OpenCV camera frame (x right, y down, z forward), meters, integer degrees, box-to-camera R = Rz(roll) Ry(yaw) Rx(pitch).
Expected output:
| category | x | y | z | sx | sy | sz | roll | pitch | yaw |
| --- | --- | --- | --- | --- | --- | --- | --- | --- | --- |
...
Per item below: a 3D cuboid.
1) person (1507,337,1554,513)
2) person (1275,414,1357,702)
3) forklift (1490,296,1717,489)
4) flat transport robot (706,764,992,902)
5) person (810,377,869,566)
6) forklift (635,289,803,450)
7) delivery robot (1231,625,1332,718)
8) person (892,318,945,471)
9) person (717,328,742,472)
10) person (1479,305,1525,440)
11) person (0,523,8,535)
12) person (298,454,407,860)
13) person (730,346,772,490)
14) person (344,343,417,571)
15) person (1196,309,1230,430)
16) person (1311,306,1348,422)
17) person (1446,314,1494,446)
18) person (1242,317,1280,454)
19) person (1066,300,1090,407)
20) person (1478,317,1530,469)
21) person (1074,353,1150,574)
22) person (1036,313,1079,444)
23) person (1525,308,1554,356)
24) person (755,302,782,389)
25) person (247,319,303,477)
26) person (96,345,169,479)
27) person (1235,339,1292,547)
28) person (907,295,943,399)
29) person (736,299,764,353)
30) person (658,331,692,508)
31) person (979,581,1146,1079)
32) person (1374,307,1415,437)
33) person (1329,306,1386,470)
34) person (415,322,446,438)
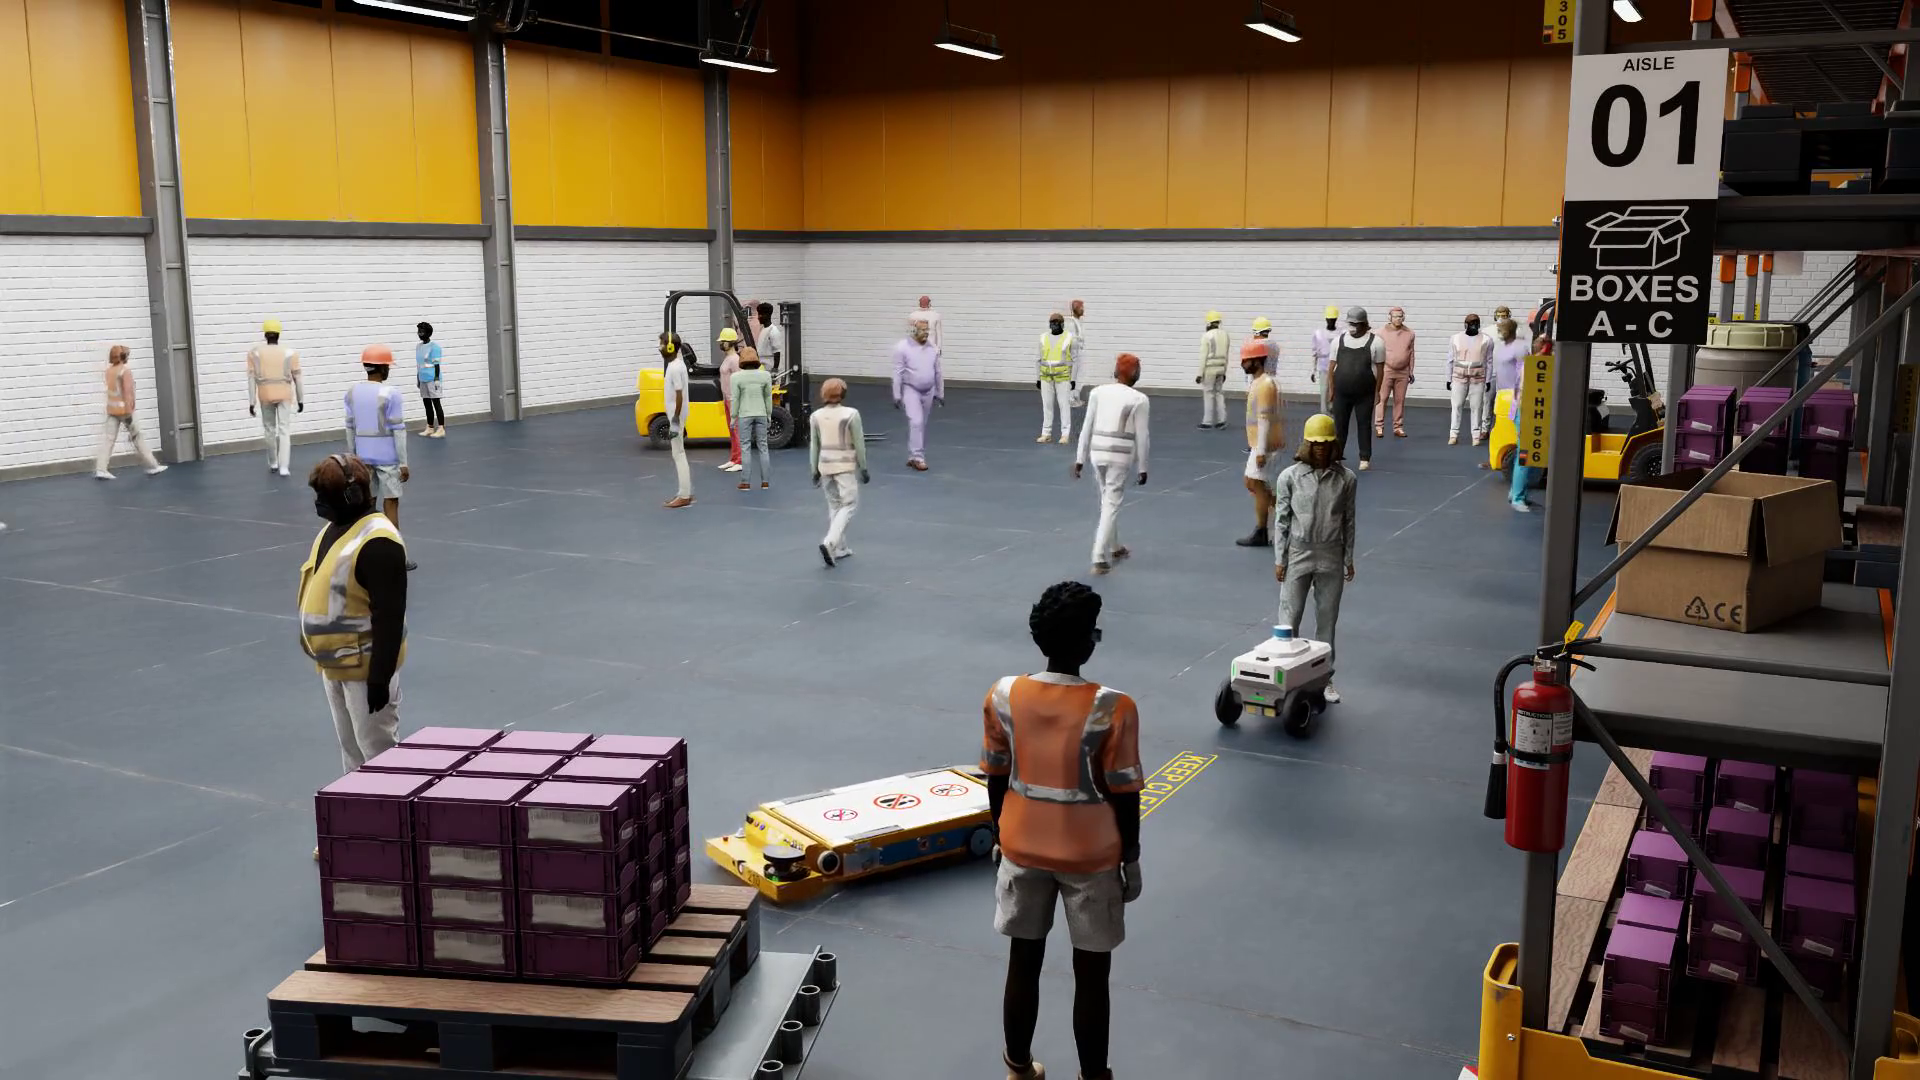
| category | x | y | z | sx | sy | sz | roll | pitch | yaw |
| --- | --- | --- | --- | --- | --- | --- | --- | --- | --- |
| person | 5.935 | -1.206 | 17.410 | 0.388 | 1.814 | 0.645 | 7 | 12 | 35 |
| person | 2.119 | 0.116 | 9.917 | 0.491 | 1.743 | 0.324 | 0 | 10 | -3 |
| forklift | 7.296 | -1.677 | 18.993 | 2.313 | 2.155 | 1.214 | 5 | 11 | 27 |
| flat transport robot | -0.346 | 1.279 | 7.445 | 1.431 | 0.197 | 0.652 | -7 | 12 | -34 |
| person | -1.073 | -0.596 | 14.395 | 0.532 | 1.615 | 0.701 | 6 | 12 | 32 |
| forklift | -3.358 | -2.392 | 23.136 | 2.313 | 2.155 | 1.214 | -1 | 10 | -5 |
| delivery robot | 1.847 | 0.731 | 9.523 | 0.477 | 0.478 | 0.707 | 7 | 12 | 36 |
| person | -0.455 | -1.801 | 20.603 | 0.669 | 1.876 | 0.819 | -7 | 12 | -34 |
| person | -2.827 | -1.726 | 20.514 | 0.315 | 1.770 | 0.523 | -4 | 10 | -20 |
| person | 7.740 | -2.387 | 23.843 | 0.635 | 1.937 | 0.354 | 4 | 11 | 22 |
| person | -9.317 | -0.886 | 15.077 | 1.028 | 1.963 | 0.685 | -3 | 10 | -15 |
| person | -2.613 | 0.542 | 7.188 | 0.429 | 1.839 | 0.621 | -8 | 13 | -40 |
| person | -2.371 | -1.379 | 18.893 | 0.498 | 1.633 | 0.283 | -5 | 11 | -25 |
| person | -4.879 | -0.689 | 14.017 | 0.551 | 1.934 | 0.373 | 3 | 10 | 18 |
| person | 3.829 | -2.579 | 25.263 | 0.598 | 1.832 | 0.403 | -8 | 13 | -40 |
| person | 5.688 | -2.645 | 25.503 | 0.600 | 1.893 | 0.927 | 2 | 10 | 11 |
| person | 7.113 | -2.237 | 23.258 | 0.633 | 1.842 | 0.429 | 3 | 10 | 18 |
| person | 4.021 | -2.068 | 22.307 | 0.403 | 1.833 | 0.591 | 9 | 13 | 42 |
| person | 2.041 | -3.243 | 28.994 | 0.451 | 1.868 | 0.622 | 4 | 11 | 24 |
| person | 6.933 | -1.818 | 20.698 | 0.847 | 1.906 | 0.637 | -1 | 10 | -7 |
| person | 1.352 | -0.662 | 14.139 | 0.640 | 1.839 | 0.884 | 8 | 13 | 39 |
| person | 1.354 | -2.277 | 23.493 | 0.633 | 1.841 | 0.429 | 5 | 11 | 26 |
| person | 8.004 | -2.244 | 23.054 | 0.417 | 1.922 | 0.596 | 0 | 10 | -2 |
| person | -2.819 | -2.523 | 24.562 | 0.373 | 1.962 | 0.605 | -4 | 11 | -23 |
| person | -8.316 | -1.733 | 20.236 | 0.613 | 1.874 | 0.983 | -3 | 10 | -18 |
| person | -9.992 | -1.528 | 19.870 | 0.540 | 1.585 | 0.879 | 6 | 11 | 31 |
| person | 2.782 | -0.883 | 15.214 | 0.566 | 1.914 | 0.589 | 0 | 10 | 3 |
| person | -0.638 | -3.546 | 30.651 | 0.651 | 1.907 | 0.409 | 1 | 10 | 6 |
| person | -3.720 | -3.385 | 29.882 | 0.666 | 1.864 | 0.961 | 3 | 10 | 16 |
| person | -3.016 | -1.271 | 17.598 | 0.310 | 1.865 | 0.532 | -1 | 10 | -7 |
| person | 0.322 | 0.964 | 5.141 | 0.540 | 1.698 | 0.316 | 5 | 11 | 27 |
| person | 6.336 | -2.444 | 24.268 | 0.651 | 1.906 | 0.403 | -1 | 10 | -8 |
| person | 4.891 | -1.880 | 20.614 | 0.684 | 2.000 | 0.536 | 5 | 11 | 25 |
| person | -7.745 | -2.335 | 24.260 | 0.535 | 1.691 | 0.319 | 8 | 13 | 38 |
